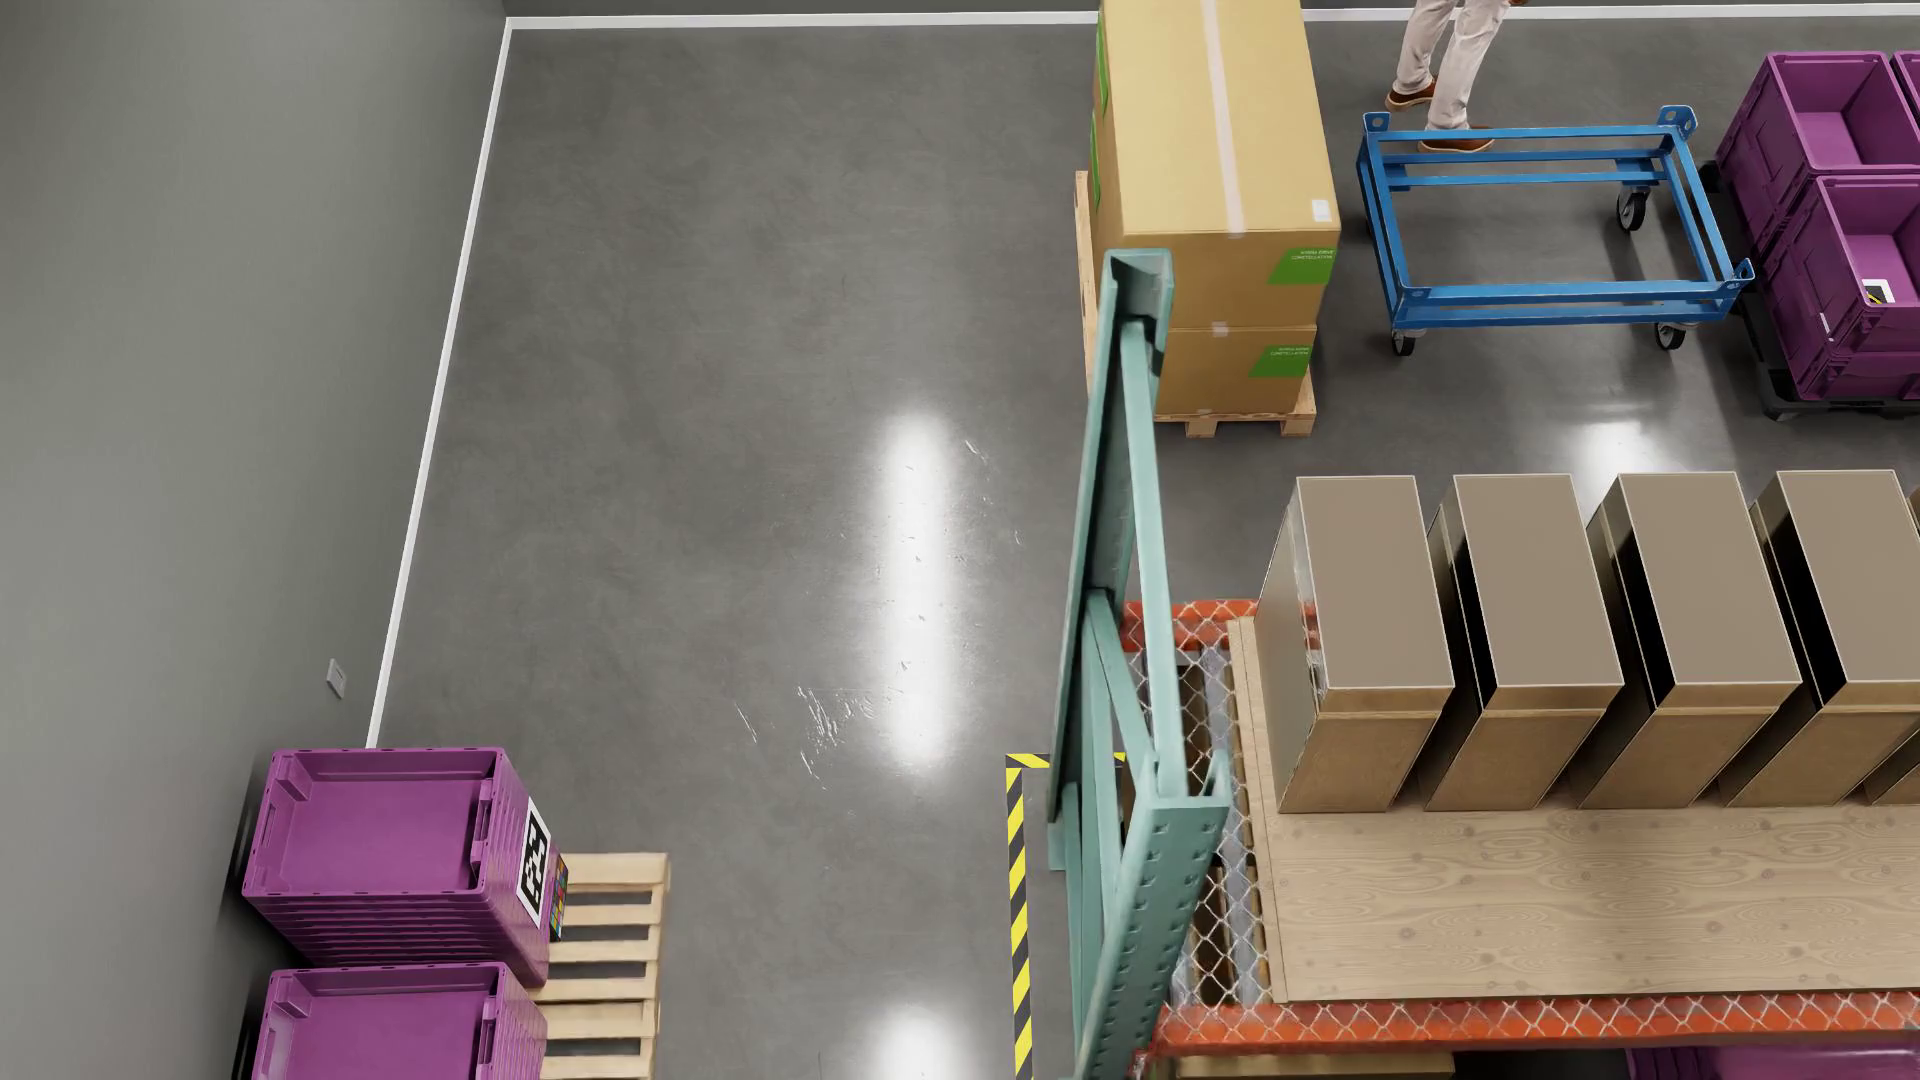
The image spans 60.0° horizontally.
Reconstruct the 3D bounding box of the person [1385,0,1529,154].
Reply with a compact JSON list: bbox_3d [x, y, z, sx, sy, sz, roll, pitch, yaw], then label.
[{"bbox_3d":[1.958,-2.266,6.059,0.382,1.993,0.622,-16,59,-10],"label":"person"}]
